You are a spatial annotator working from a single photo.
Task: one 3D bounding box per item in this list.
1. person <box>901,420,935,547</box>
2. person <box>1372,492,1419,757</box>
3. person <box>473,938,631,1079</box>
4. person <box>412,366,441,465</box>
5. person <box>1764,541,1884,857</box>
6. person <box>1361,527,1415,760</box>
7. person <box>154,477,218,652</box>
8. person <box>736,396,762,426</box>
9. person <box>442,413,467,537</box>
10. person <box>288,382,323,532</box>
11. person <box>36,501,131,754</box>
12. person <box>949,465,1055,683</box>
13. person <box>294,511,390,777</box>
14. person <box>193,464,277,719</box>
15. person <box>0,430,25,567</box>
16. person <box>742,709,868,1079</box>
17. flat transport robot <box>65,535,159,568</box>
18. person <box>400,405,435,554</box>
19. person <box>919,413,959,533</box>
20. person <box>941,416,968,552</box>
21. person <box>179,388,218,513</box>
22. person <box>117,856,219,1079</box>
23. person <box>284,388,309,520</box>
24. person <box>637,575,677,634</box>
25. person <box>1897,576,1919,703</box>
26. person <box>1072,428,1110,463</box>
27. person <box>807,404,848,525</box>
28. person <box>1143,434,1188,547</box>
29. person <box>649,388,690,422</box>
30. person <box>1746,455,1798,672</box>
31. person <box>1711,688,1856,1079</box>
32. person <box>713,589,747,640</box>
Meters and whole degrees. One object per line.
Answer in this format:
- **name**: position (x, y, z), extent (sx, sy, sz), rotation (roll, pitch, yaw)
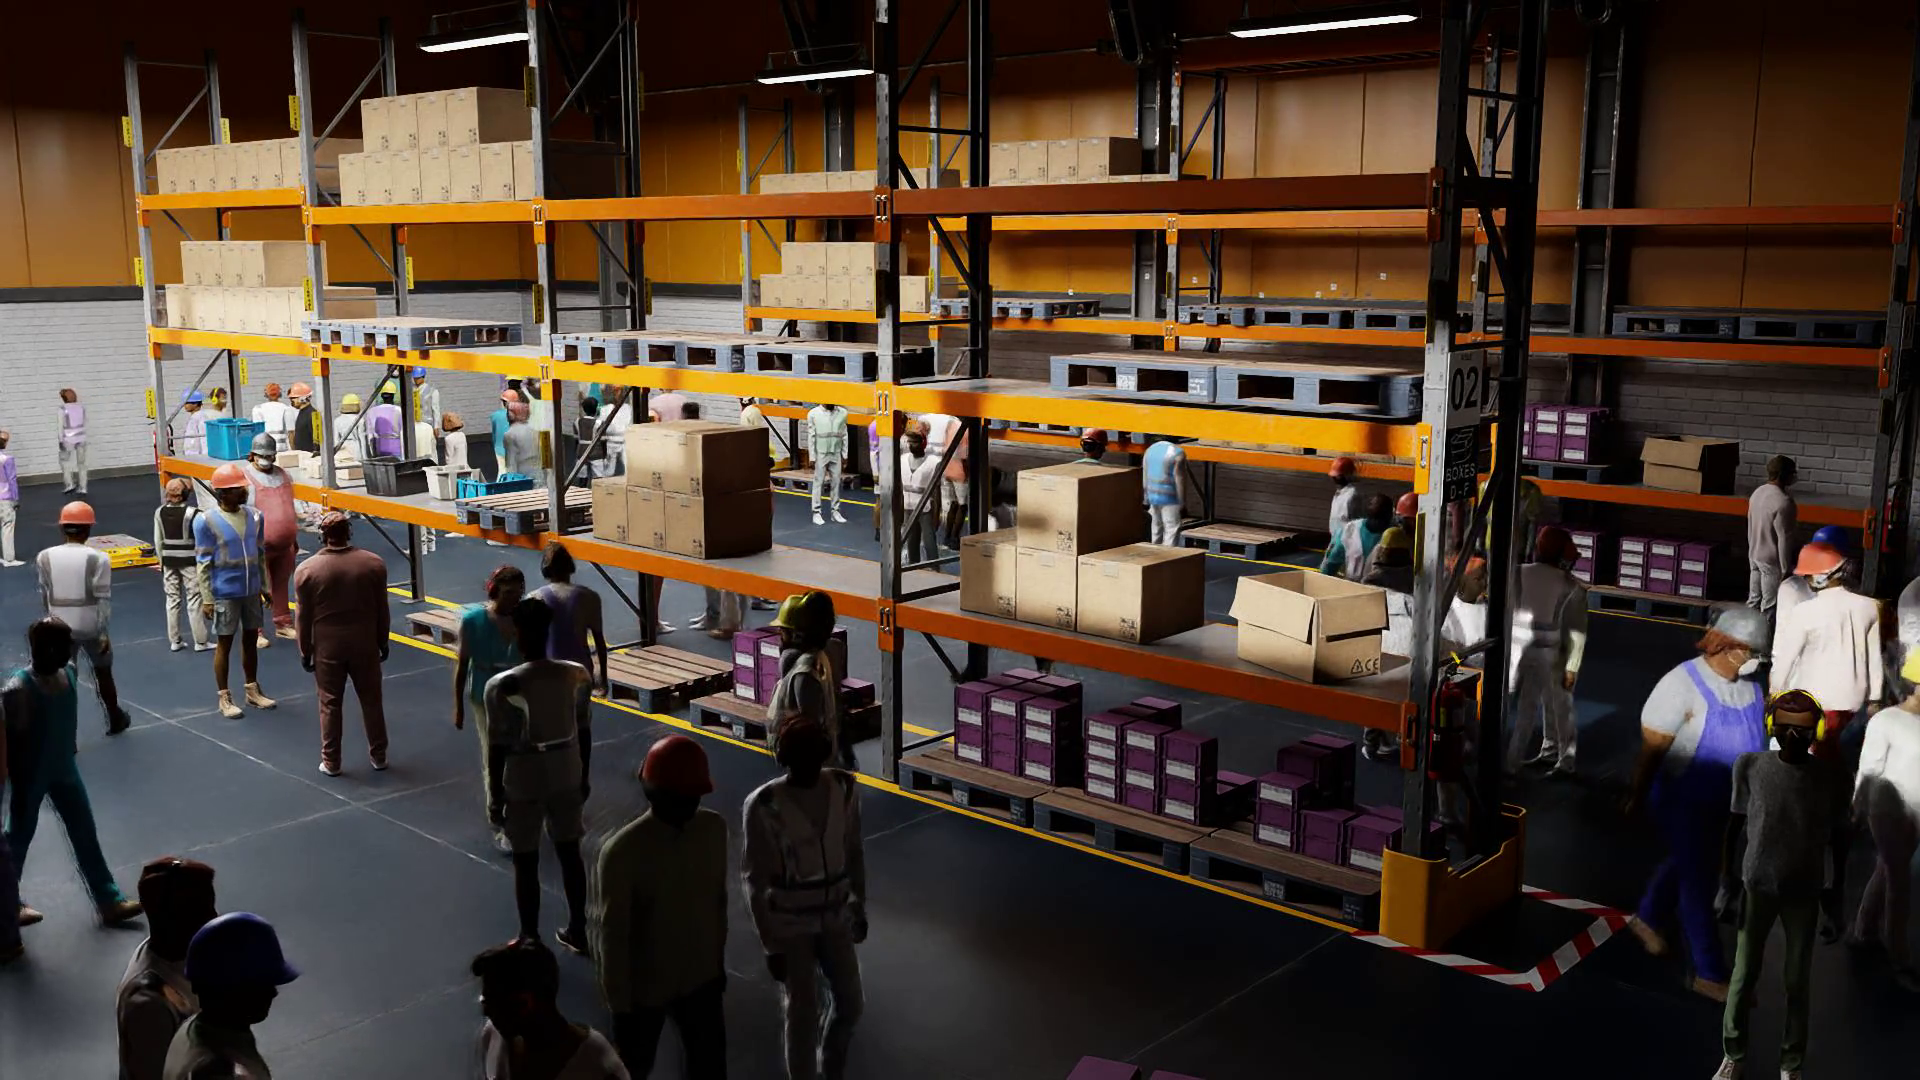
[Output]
- **person**: position (-0.523, -0.674, 20.693), extent (0.623, 1.622, 0.517), rotation (-8, 13, -39)
- **person**: position (3.308, 0.619, 12.359), extent (0.621, 1.986, 0.409), rotation (-6, 12, -30)
- **person**: position (-1.083, 2.026, 4.865), extent (0.749, 1.827, 0.439), rotation (6, 12, 33)
- **person**: position (-8.447, -1.791, 26.118), extent (0.605, 1.939, 0.416), rotation (2, 10, 12)
- **person**: position (5.393, 0.968, 10.462), extent (0.637, 1.951, 0.763), rotation (-3, 10, -15)
- **person**: position (3.170, 0.766, 12.237), extent (0.487, 1.737, 0.319), rotation (2, 10, 10)
- **person**: position (-7.236, 0.236, 15.487), extent (0.514, 1.641, 0.315), rotation (2, 10, 10)
- **person**: position (-3.080, -1.366, 24.261), extent (0.354, 1.742, 0.567), rotation (3, 10, 15)
- **person**: position (-6.563, -0.848, 21.663), extent (0.285, 1.626, 0.508), rotation (1, 10, 6)
- **person**: position (-8.633, -1.097, 22.038), extent (0.392, 1.990, 0.612), rotation (-7, 12, -36)
- **person**: position (-6.625, 0.650, 12.506), extent (0.547, 1.880, 1.024), rotation (-1, 10, -8)
- **person**: position (0.359, 0.315, 14.229), extent (0.857, 1.934, 0.596), rotation (4, 11, 22)
- **person**: position (-4.419, 0.739, 11.933), extent (0.643, 1.901, 0.397), rotation (-5, 11, -26)
- **person**: position (-5.822, 0.402, 13.397), extent (0.356, 2.047, 0.615), rotation (6, 12, 31)
- **person**: position (-11.305, -0.485, 19.599), extent (0.524, 1.631, 0.318), rotation (3, 11, 19)
- **person**: position (-0.622, 1.616, 7.010), extent (0.612, 1.870, 0.408), rotation (-8, 13, -37)
- **flat transport robot**: position (-10.208, 0.126, 19.980), extent (0.652, 0.197, 1.431), rotation (-9, 14, -42)
- **person**: position (-6.665, -0.778, 20.435), extent (0.392, 1.919, 0.591), rotation (2, 10, 10)
- **person**: position (-0.274, -1.027, 21.978), extent (0.568, 1.878, 0.351), rotation (2, 10, 12)
- **person**: position (-0.010, -0.806, 20.598), extent (0.372, 1.923, 0.806), rotation (-3, 11, -18)
- **person**: position (-9.884, -1.001, 21.614), extent (0.388, 1.947, 0.612), rotation (-8, 13, -39)
- **person**: position (-2.480, 1.915, 5.339), extent (0.369, 1.879, 0.584), rotation (-3, 10, -17)
- **person**: position (-9.164, -1.209, 23.082), extent (0.345, 1.846, 0.508), rotation (-1, 10, -4)
- **person**: position (-3.013, -0.025, 16.218), extent (0.401, 1.909, 0.599), rotation (-6, 12, -30)
- **person**: position (6.506, 0.899, 11.033), extent (0.636, 1.900, 0.400), rotation (-4, 11, -20)
- **person**: position (1.312, -0.121, 16.419), extent (0.405, 2.032, 0.610), rotation (-10, 14, -44)
- **person**: position (-1.804, -1.167, 22.677), extent (0.586, 1.909, 0.390), rotation (-6, 12, -30)
- **person**: position (2.338, -0.442, 18.836), extent (0.430, 1.839, 0.635), rotation (-7, 12, -33)
- **person**: position (-4.173, -1.400, 23.912), extent (0.627, 1.934, 0.370), rotation (-6, 12, -30)
- **person**: position (7.228, 0.208, 14.807), extent (0.372, 1.940, 0.629), rotation (0, 10, -2)
- **person**: position (3.620, 1.564, 7.334), extent (0.531, 1.871, 0.322), rotation (5, 11, 26)
- **person**: position (-2.210, 0.051, 16.055), extent (0.431, 1.825, 0.671), rotation (3, 10, 15)
